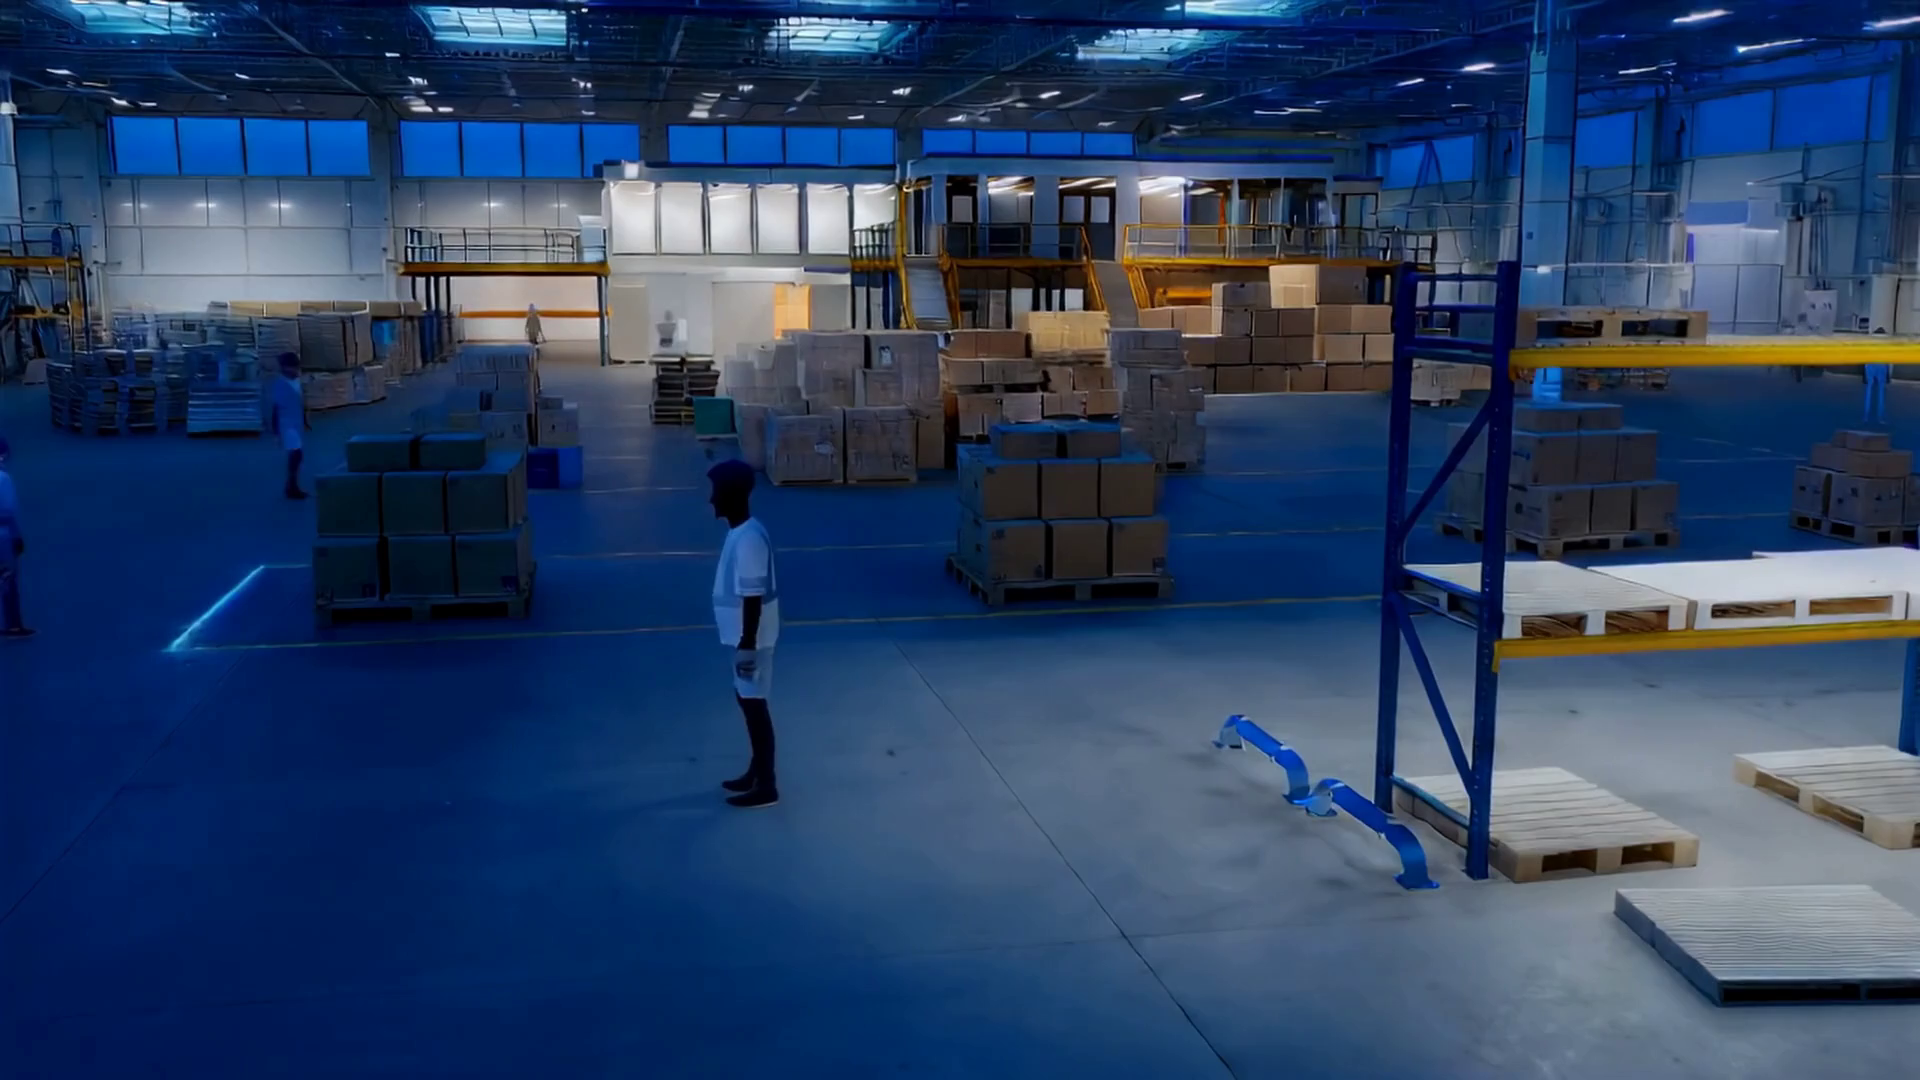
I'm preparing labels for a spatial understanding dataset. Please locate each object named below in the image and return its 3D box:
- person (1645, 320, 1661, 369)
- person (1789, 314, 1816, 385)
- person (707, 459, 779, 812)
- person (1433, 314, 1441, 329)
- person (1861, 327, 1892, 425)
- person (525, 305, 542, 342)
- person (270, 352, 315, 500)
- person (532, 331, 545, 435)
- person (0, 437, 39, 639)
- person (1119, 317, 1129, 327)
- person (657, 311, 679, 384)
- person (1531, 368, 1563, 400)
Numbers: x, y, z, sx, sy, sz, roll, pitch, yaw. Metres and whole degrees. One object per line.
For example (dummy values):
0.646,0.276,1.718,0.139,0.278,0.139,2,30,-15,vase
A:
19.000,-5.338,45.384,0.757,1.819,0.631,6,11,34,person
21.637,-4.888,42.703,0.676,1.792,0.859,8,12,39,person
-1.195,0.523,9.255,0.376,1.958,0.609,-2,10,-14,person
12.146,-5.027,43.052,0.740,1.968,0.631,-2,10,-12,person
17.529,-3.129,31.793,0.520,1.865,0.332,6,11,34,person
-13.850,-6.740,53.999,0.517,1.810,0.948,-2,10,-14,person
-8.577,-1.466,21.503,0.577,1.919,0.544,2,9,10,person
-7.581,-2.824,29.923,0.313,1.866,0.528,-5,10,-27,person
-7.785,-0.017,13.511,0.518,1.636,0.312,6,11,34,person
4.171,-4.898,42.970,0.695,1.718,0.518,-6,11,-32,person
-7.547,-5.001,43.148,0.608,1.871,0.960,2,9,10,person
9.457,-2.308,26.767,0.603,1.866,0.474,-4,10,-23,person
